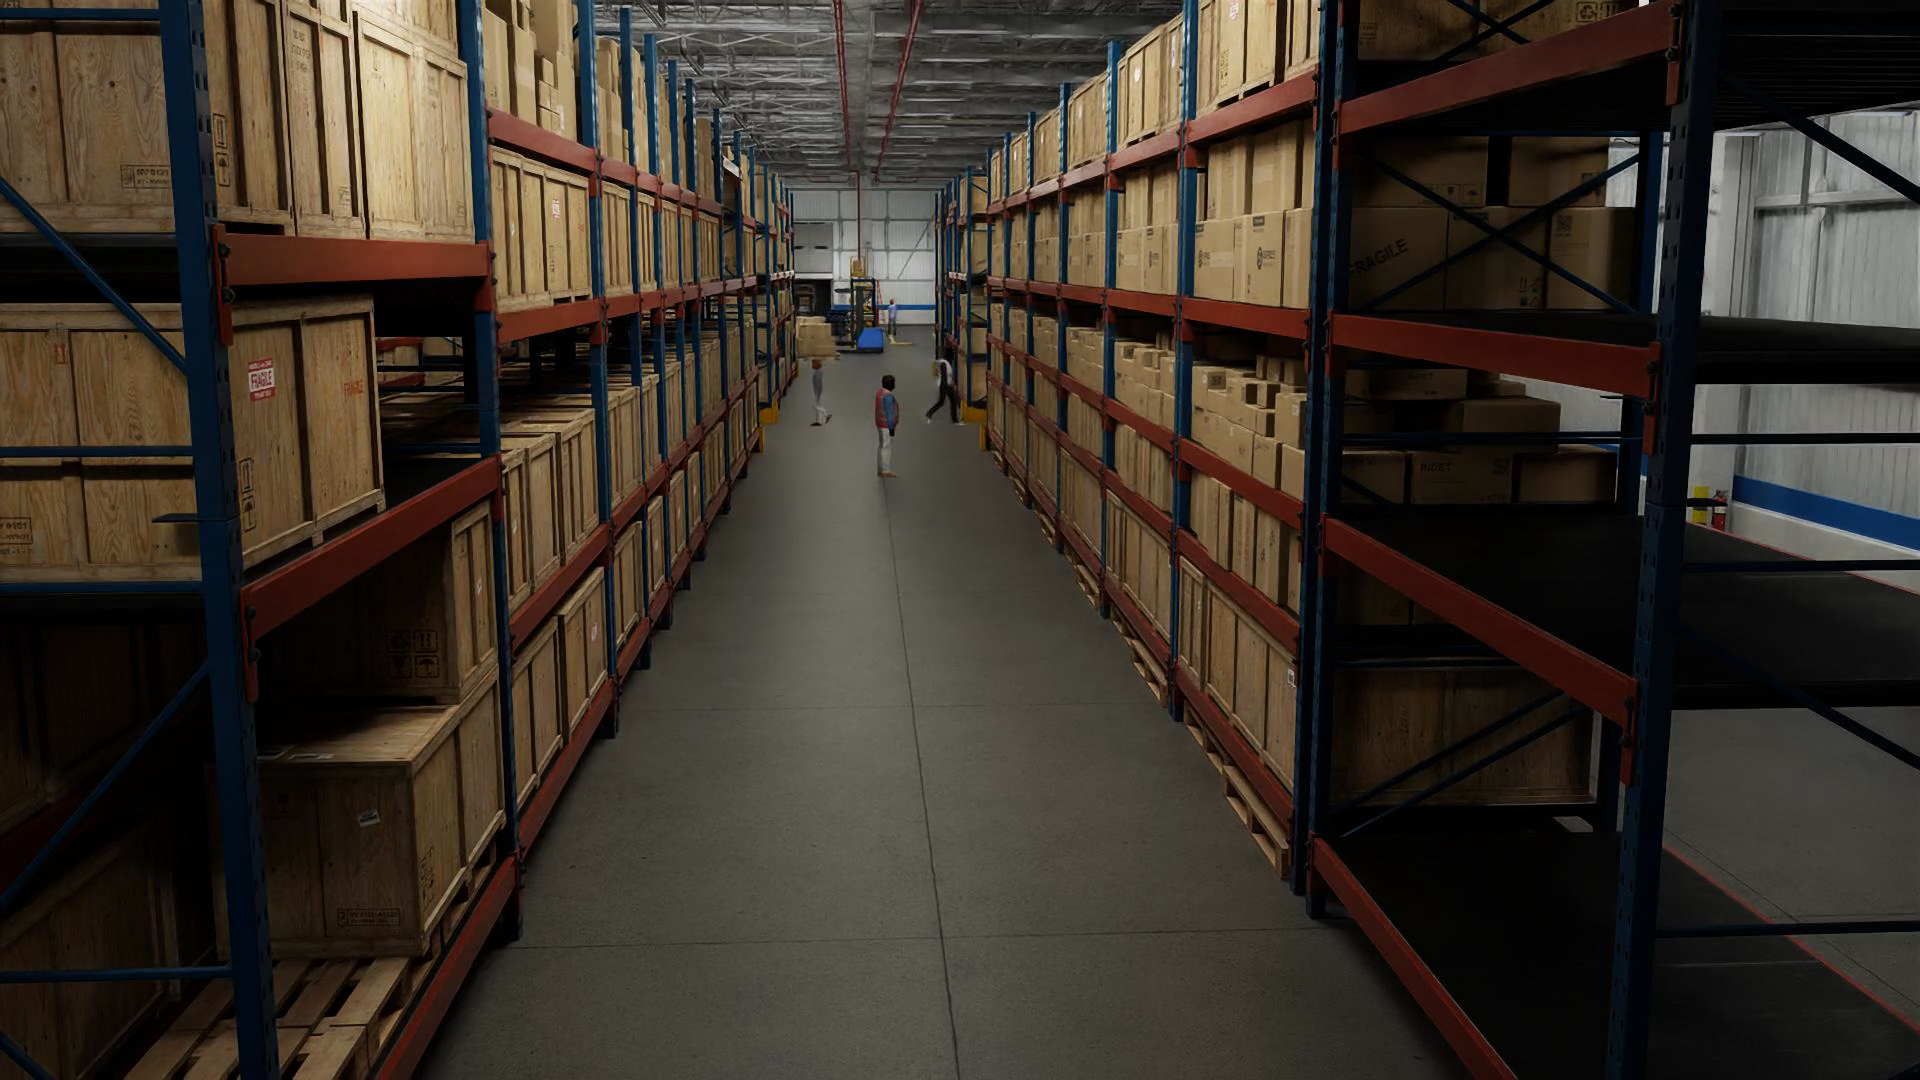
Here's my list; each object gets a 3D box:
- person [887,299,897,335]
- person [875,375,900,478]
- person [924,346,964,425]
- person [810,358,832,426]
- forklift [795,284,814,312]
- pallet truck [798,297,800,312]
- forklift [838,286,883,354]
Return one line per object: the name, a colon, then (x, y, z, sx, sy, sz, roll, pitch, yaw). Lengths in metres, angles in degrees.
person: (-3.604, -11.726, 87.463, 0.555, 1.895, 0.945, -5, 11, -26)
person: (-1.295, -2.032, 29.740, 0.430, 1.837, 0.625, -3, 10, -17)
person: (-0.386, -3.627, 39.165, 0.907, 1.871, 0.581, 3, 10, 19)
person: (-3.277, -3.446, 38.831, 0.435, 1.619, 0.498, 0, 10, 1)
forklift: (-7.263, -10.517, 77.288, 1.129, 2.768, 1.873, -2, 10, -10)
pallet truck: (-8.622, -12.439, 91.403, 1.885, 1.965, 0.823, 2, 10, 13)
forklift: (-4.128, -9.110, 68.884, 1.873, 2.768, 1.129, -1, 10, -3)
